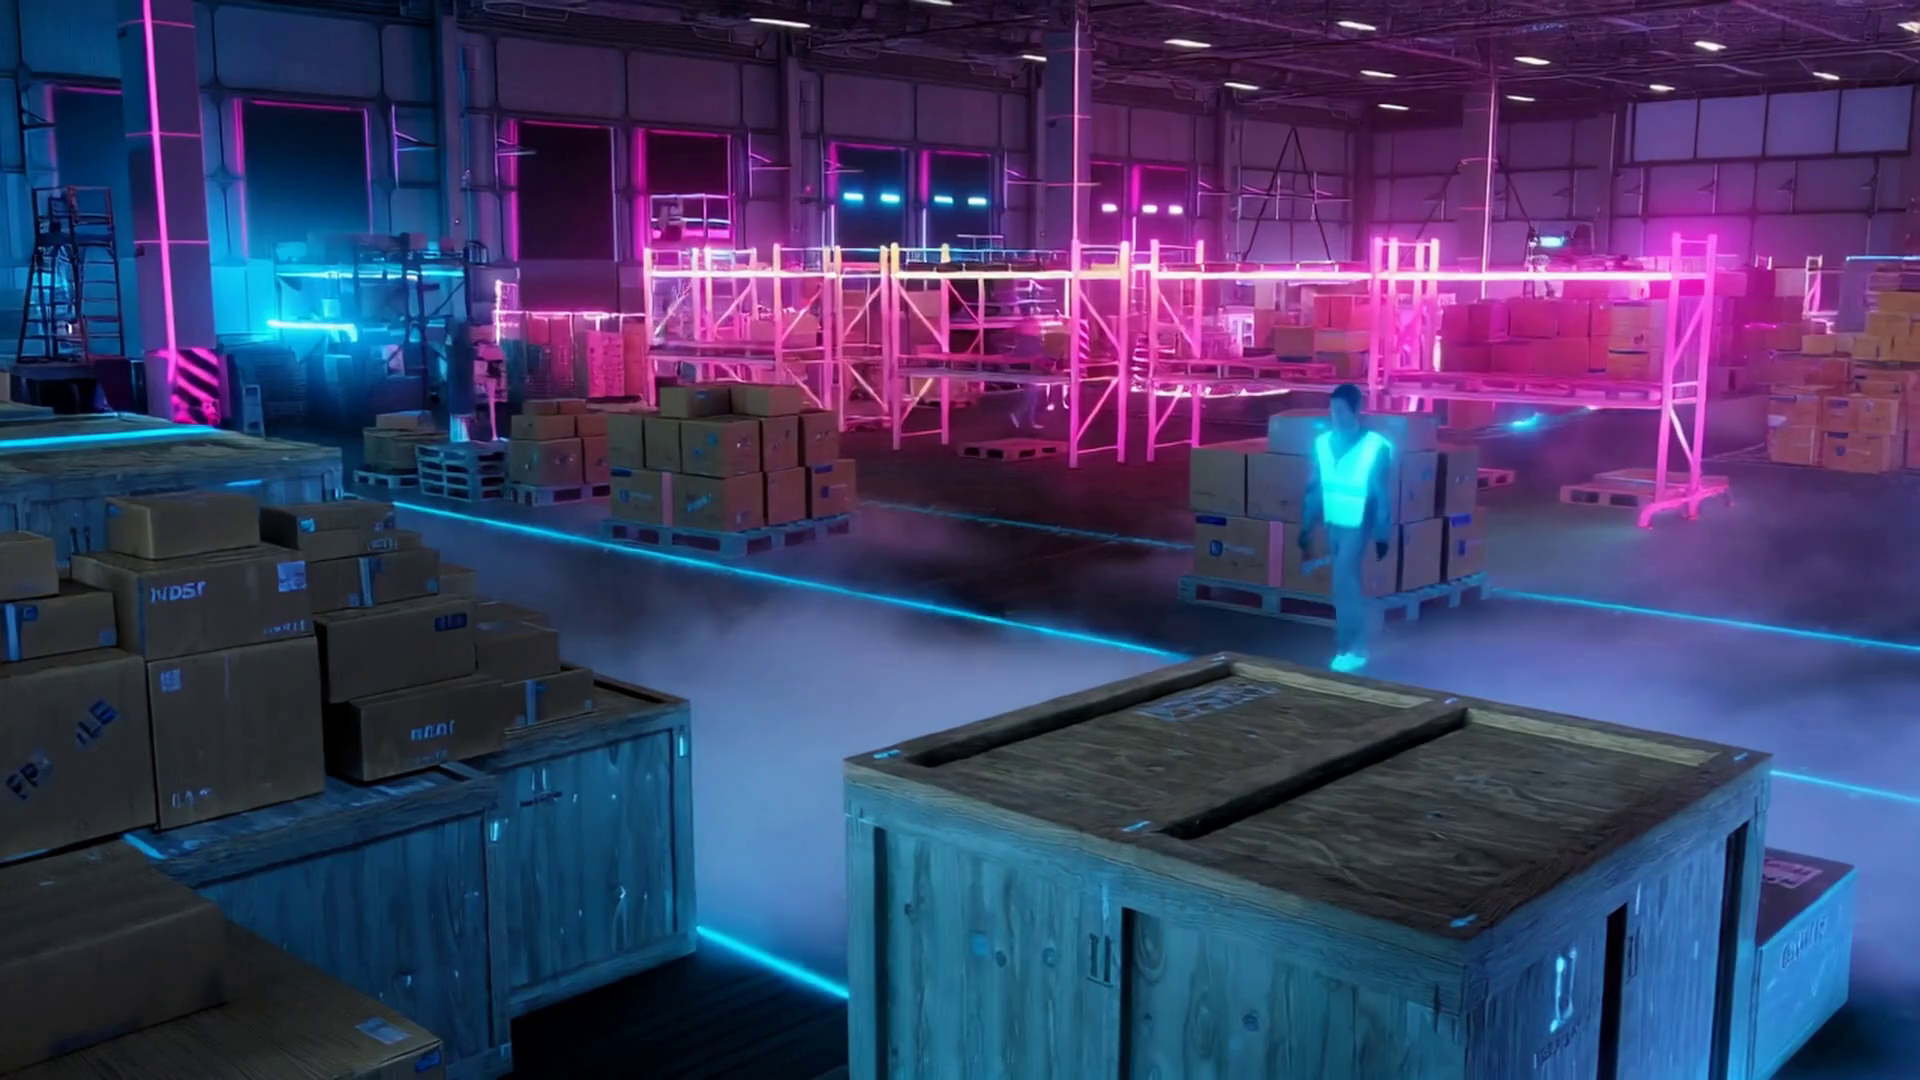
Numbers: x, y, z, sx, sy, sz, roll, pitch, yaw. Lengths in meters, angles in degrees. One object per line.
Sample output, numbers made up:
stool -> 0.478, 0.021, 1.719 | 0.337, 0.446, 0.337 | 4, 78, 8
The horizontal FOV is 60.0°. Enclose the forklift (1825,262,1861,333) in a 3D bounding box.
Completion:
forklift -> 22.783, -5.749, 42.791 | 1.873, 2.768, 1.129 | 8, 12, 39

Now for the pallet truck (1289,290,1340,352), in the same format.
pallet truck -> 11.297, -6.951, 52.861 | 1.885, 1.965, 0.823 | -5, 11, -29

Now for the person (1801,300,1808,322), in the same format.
person -> 21.687, -5.298, 42.965 | 0.433, 1.919, 0.664 | 6, 11, 32

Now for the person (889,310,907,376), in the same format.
person -> -1.454, -4.895, 41.297 | 0.902, 1.641, 0.532 | -6, 11, -31

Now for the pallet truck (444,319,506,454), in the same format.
pallet truck -> -6.981, -1.942, 22.150 | 1.885, 1.965, 0.823 | 1, 9, 9

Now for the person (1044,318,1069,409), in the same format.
person -> 1.839, -3.334, 31.488 | 0.485, 1.739, 0.320 | -2, 9, -11

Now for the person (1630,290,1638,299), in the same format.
person -> 22.583, -7.412, 55.887 | 0.627, 1.934, 0.372 | -9, 13, -43

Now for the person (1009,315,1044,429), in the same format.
person -> 1.102, -2.747, 27.375 | 0.642, 1.911, 0.589 | -5, 10, -27

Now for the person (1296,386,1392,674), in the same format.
person -> 2.482, -0.059, 10.921 | 0.693, 1.894, 0.589 | -6, 11, -31

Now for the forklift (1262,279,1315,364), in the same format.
forklift -> 8.555, -6.090, 44.881 | 1.873, 2.768, 1.129 | 9, 13, 43

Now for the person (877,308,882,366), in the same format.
person -> -2.054, -5.360, 44.233 | 0.319, 1.631, 0.525 | 0, 9, 3
